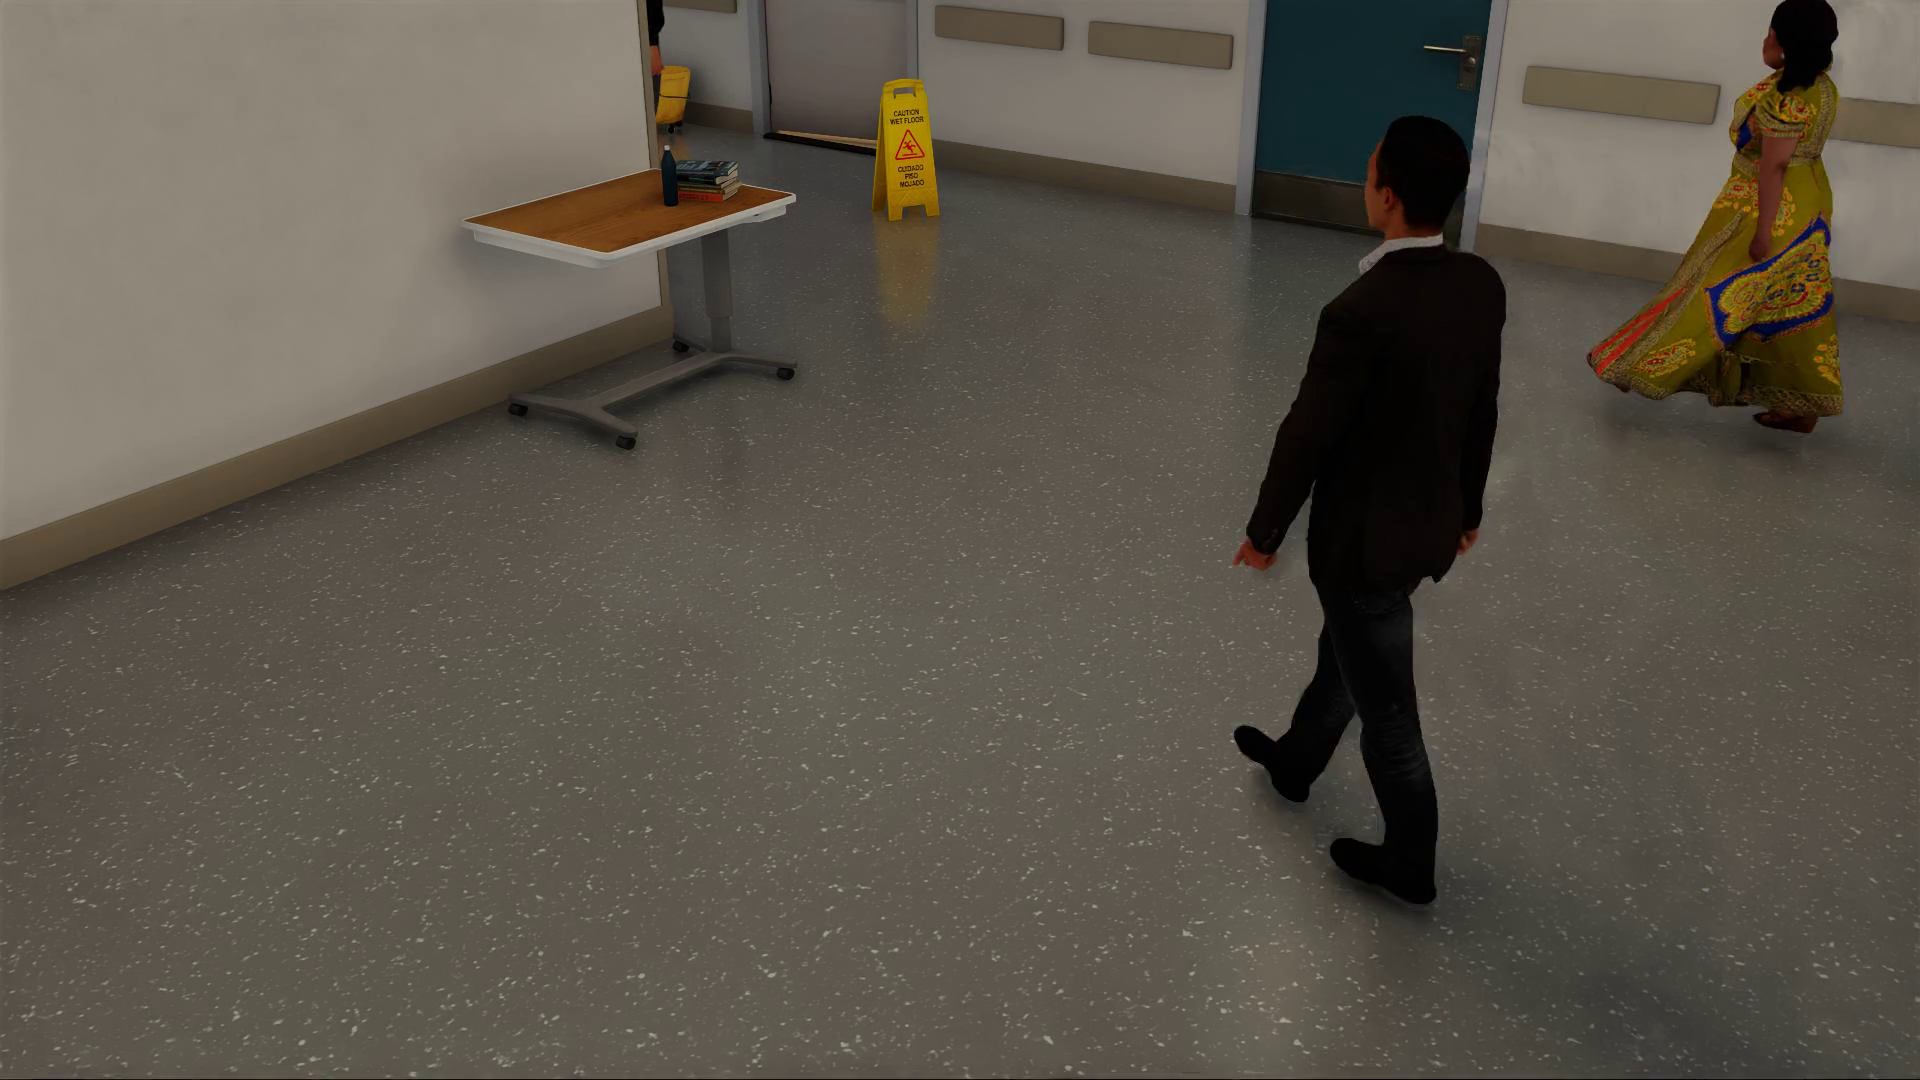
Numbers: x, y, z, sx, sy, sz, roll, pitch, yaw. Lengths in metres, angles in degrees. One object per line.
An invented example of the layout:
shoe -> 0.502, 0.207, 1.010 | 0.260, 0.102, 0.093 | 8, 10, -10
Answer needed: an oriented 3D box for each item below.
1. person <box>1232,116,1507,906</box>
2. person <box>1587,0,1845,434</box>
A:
person -> 1.002, 0.012, 3.650 | 0.884, 1.778, 1.060 | -19, 32, -35
person -> 3.139, -1.159, 6.274 | 1.241, 1.607, 0.858 | 21, 33, 37
